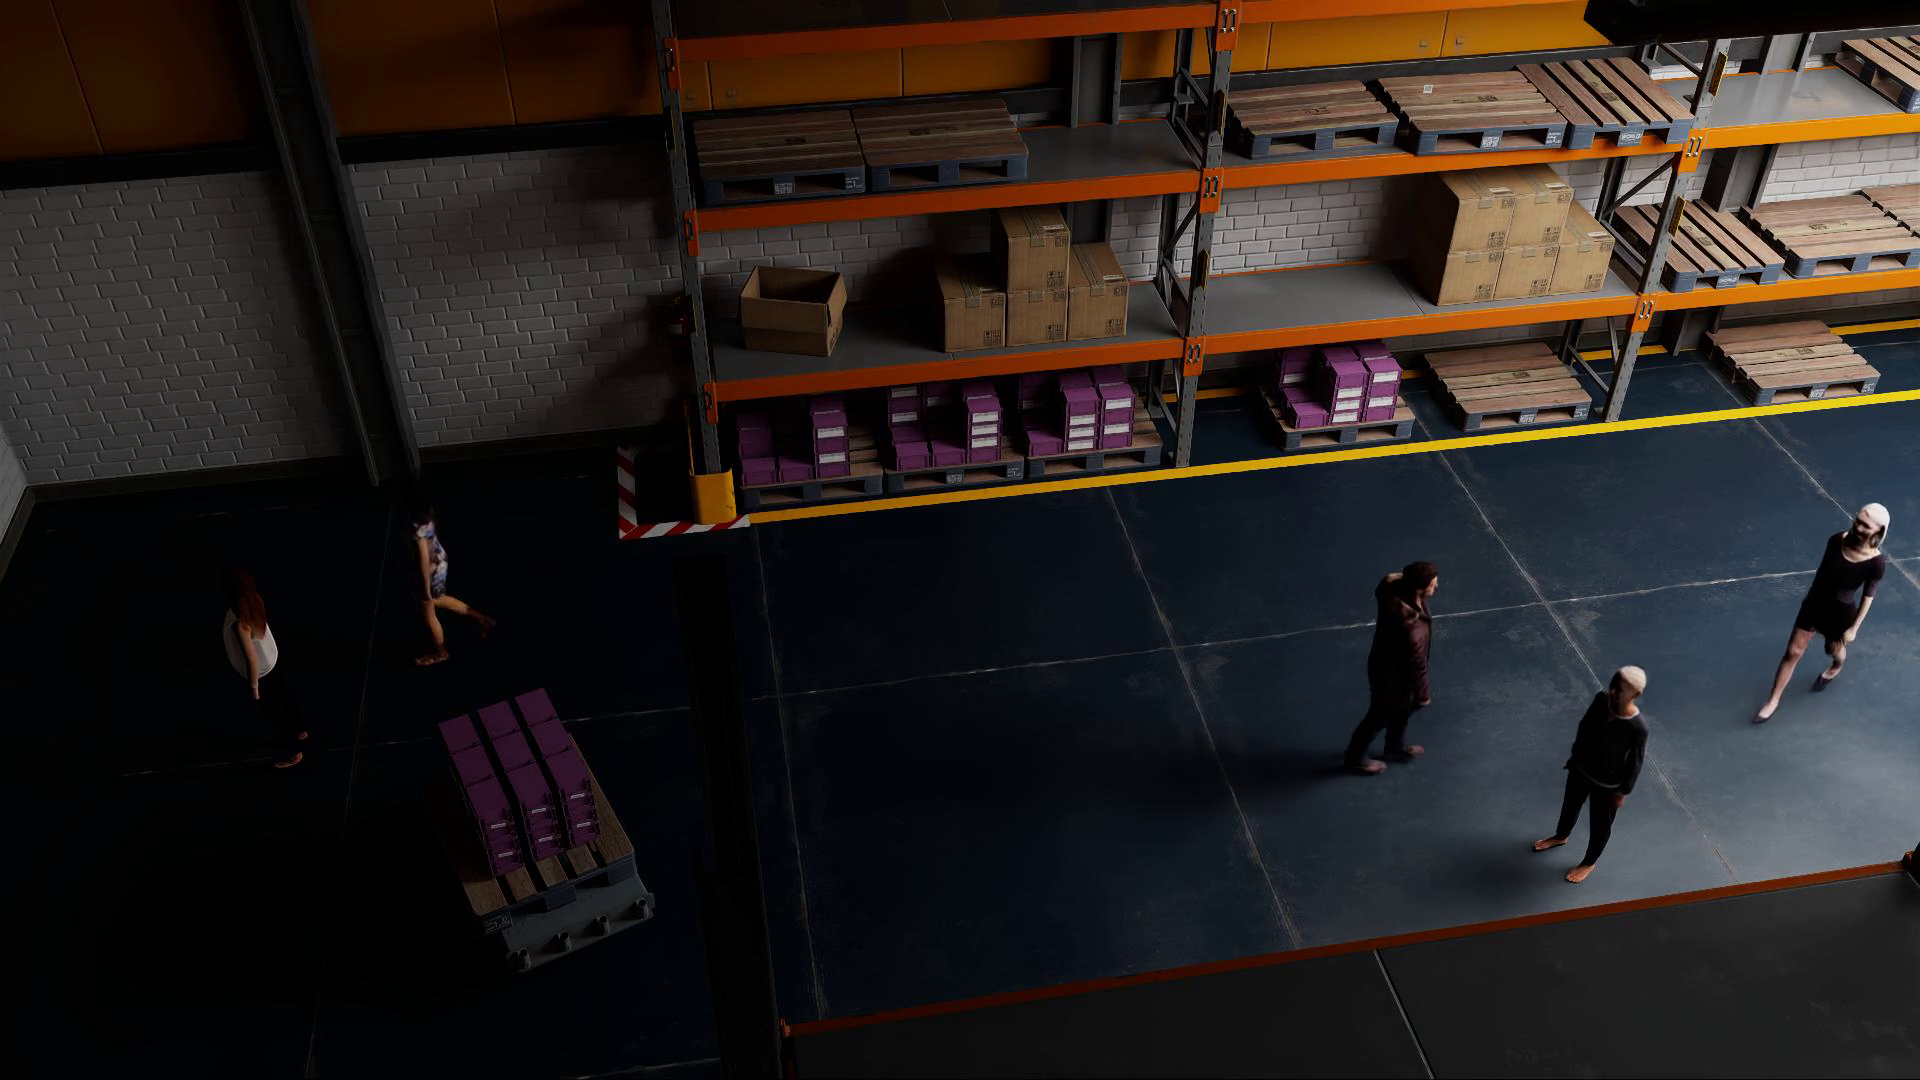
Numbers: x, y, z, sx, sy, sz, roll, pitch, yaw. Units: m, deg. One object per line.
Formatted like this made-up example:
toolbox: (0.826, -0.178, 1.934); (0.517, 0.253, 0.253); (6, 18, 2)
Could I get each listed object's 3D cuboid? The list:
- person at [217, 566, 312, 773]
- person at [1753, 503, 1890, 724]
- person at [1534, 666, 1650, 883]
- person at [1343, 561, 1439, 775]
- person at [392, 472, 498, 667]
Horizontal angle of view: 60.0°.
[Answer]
person: (-4.686, 0.848, 11.189); (0.504, 1.722, 0.572); (-5, 39, -6)
person: (6.123, 0.485, 11.589); (1.220, 1.791, 0.926); (-24, 44, -27)
person: (4.026, 1.439, 10.446); (0.627, 1.726, 0.675); (-19, 42, -22)
person: (2.807, 0.881, 11.064); (0.928, 1.827, 0.877); (5, 39, 7)
person: (-3.760, 0.209, 11.990); (0.865, 1.720, 0.624); (-8, 39, -10)
